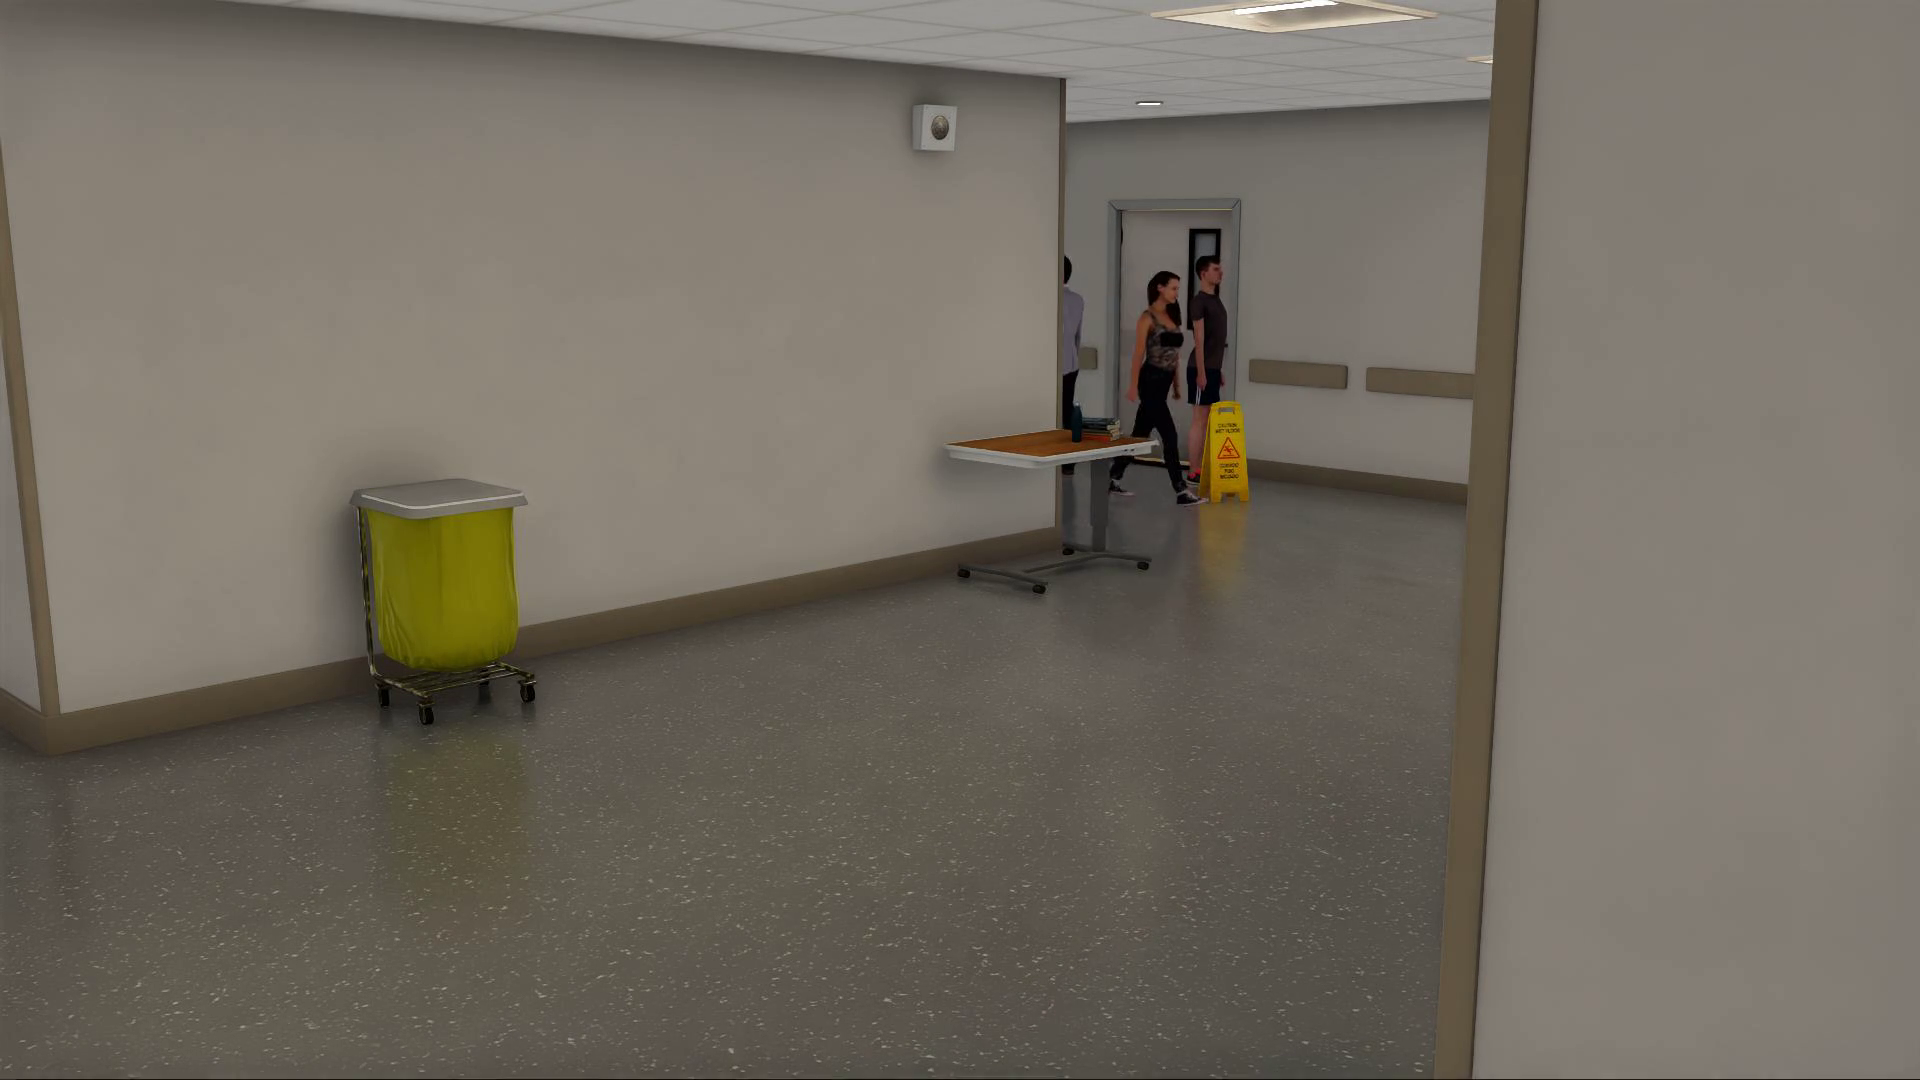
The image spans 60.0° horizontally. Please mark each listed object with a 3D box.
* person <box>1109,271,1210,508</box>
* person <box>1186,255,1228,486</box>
[{"bbox_3d":[1.366,-1.094,12.399,1.229,1.711,0.743,8,13,36],"label":"person"},{"bbox_3d":[2.001,-1.387,13.565,0.656,1.853,0.705,5,12,27],"label":"person"}]
